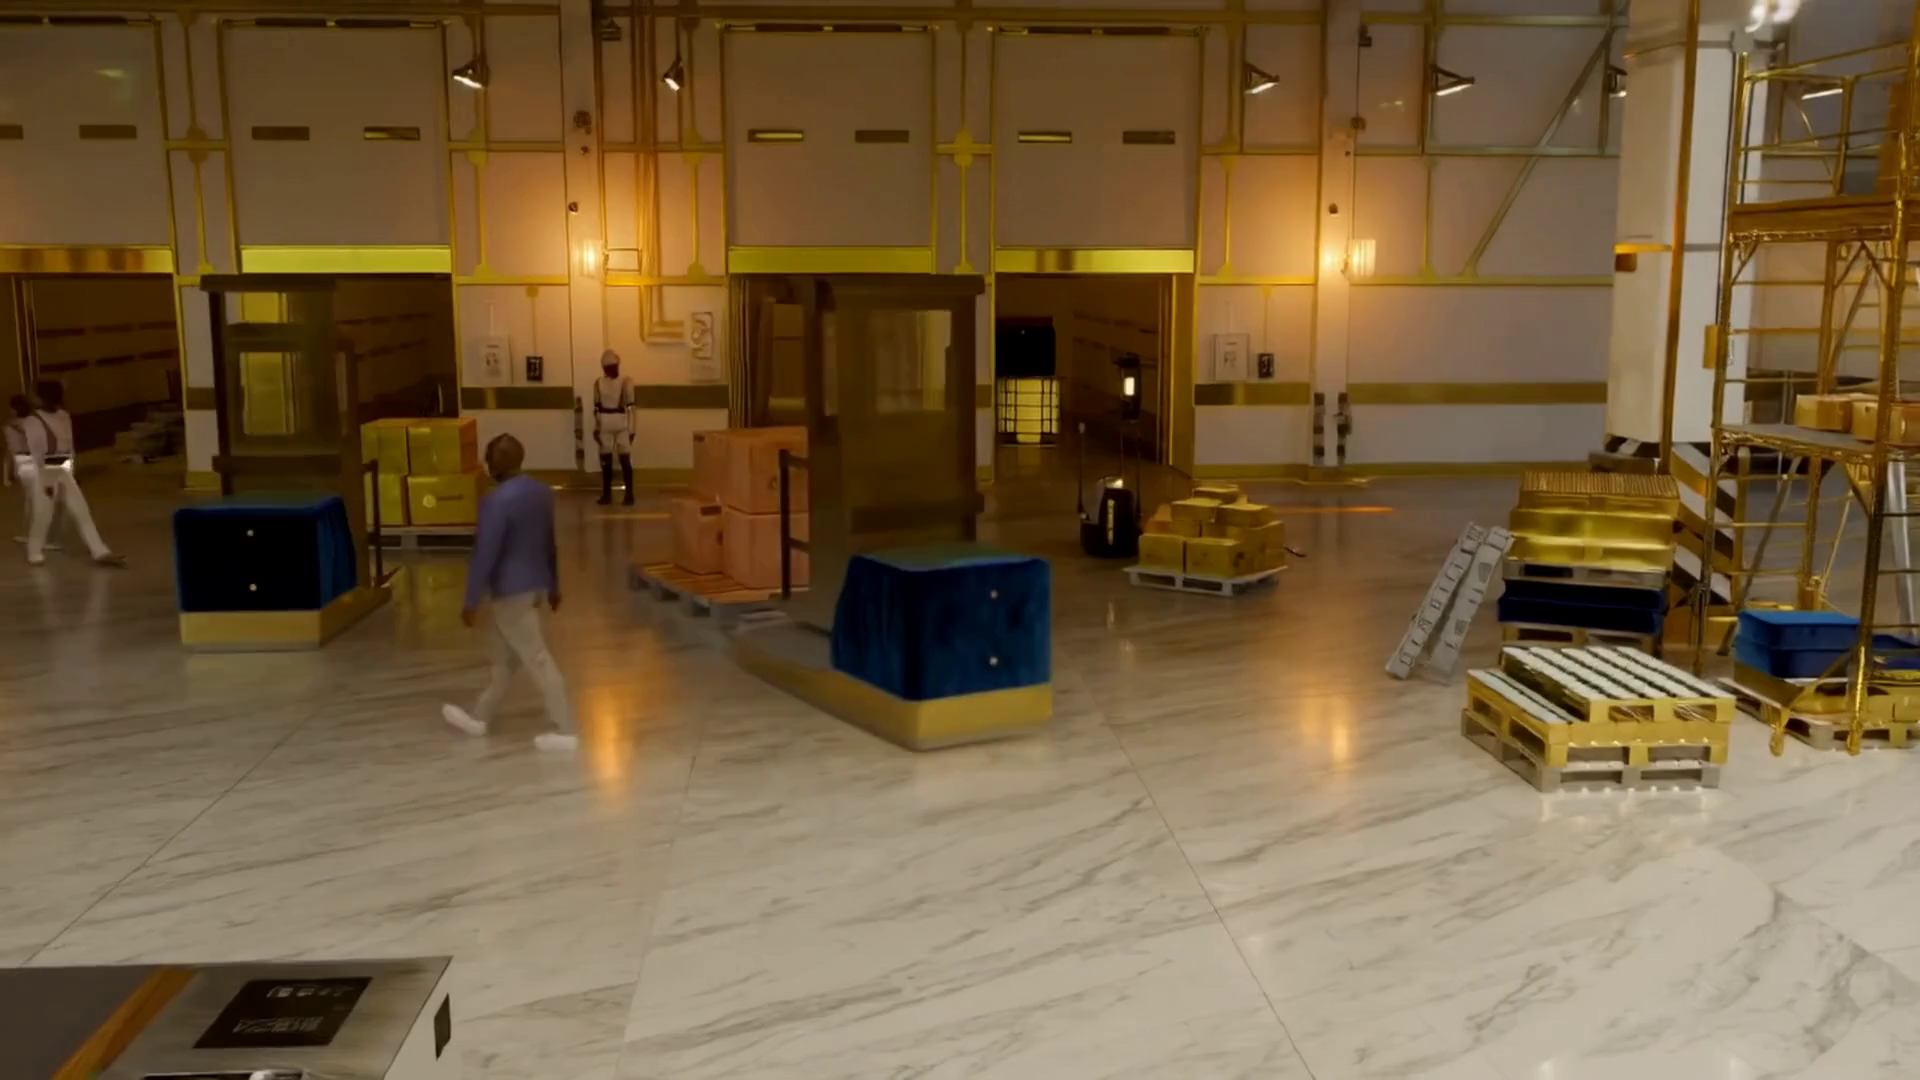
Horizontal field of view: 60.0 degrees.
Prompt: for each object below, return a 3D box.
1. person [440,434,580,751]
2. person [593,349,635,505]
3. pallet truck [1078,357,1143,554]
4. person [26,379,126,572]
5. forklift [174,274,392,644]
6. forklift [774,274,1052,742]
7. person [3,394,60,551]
[{"bbox_3d":[-2.703,0.311,9.909,1.006,1.883,0.653,3,9,17],"label":"person"},{"bbox_3d":[-4.254,-1.380,20.412,0.544,1.928,0.392,3,9,16],"label":"person"},{"bbox_3d":[2.088,-0.836,16.757,1.885,1.965,0.823,2,9,13],"label":"pallet truck"},{"bbox_3d":[-8.462,-0.592,15.724,0.960,1.836,0.609,1,9,8],"label":"person"},{"bbox_3d":[-5.380,-0.700,13.143,1.129,2.768,1.873,-1,9,-4],"label":"forklift"},{"bbox_3d":[-0.316,-0.298,10.619,1.129,2.768,1.873,-5,10,-30],"label":"forklift"},{"bbox_3d":[-9.572,-0.687,17.004,0.790,1.603,0.546,2,9,15],"label":"person"}]
